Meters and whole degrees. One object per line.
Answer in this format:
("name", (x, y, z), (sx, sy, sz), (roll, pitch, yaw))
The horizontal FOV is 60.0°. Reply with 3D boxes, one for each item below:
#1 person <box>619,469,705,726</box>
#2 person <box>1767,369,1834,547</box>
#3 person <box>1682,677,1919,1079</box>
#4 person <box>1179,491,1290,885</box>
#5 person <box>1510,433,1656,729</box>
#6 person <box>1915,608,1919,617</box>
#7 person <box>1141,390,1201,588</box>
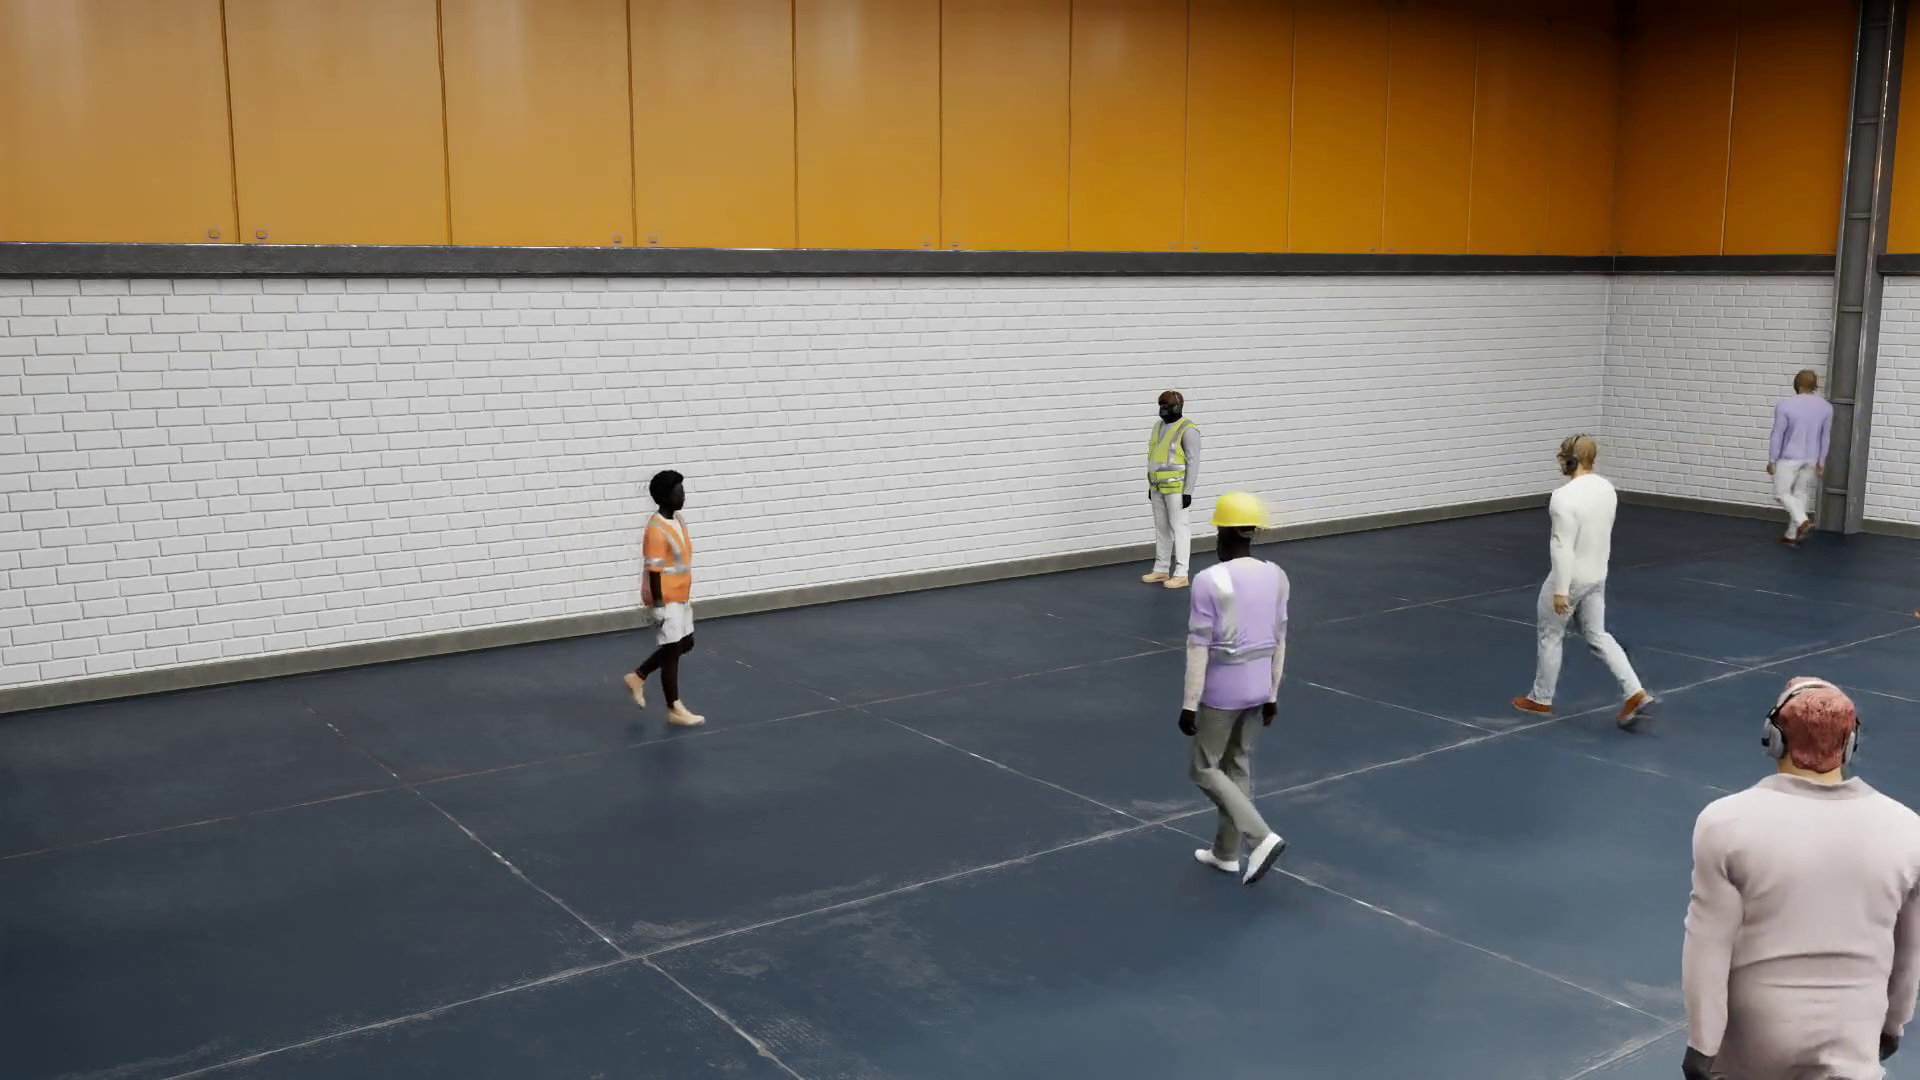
("person", (-1.938, 0.374, 10.760), (0.518, 1.682, 0.548), (1, 9, 6))
("person", (8.906, -0.849, 17.598), (0.640, 1.919, 0.623), (-1, 9, -7))
("person", (2.296, 1.288, 4.611), (0.665, 1.849, 1.009), (1, 9, 6))
("person", (1.342, 0.721, 7.955), (0.602, 1.907, 0.593), (-7, 11, -35))
("person", (4.067, 0.267, 10.759), (0.644, 1.916, 0.907), (-7, 11, -36))
("person", (8.440, -0.230, 13.669), (0.630, 1.962, 0.941), (-3, 10, -20))
("person", (1.958, -0.479, 15.554), (0.429, 1.841, 0.634), (-5, 11, -30))
